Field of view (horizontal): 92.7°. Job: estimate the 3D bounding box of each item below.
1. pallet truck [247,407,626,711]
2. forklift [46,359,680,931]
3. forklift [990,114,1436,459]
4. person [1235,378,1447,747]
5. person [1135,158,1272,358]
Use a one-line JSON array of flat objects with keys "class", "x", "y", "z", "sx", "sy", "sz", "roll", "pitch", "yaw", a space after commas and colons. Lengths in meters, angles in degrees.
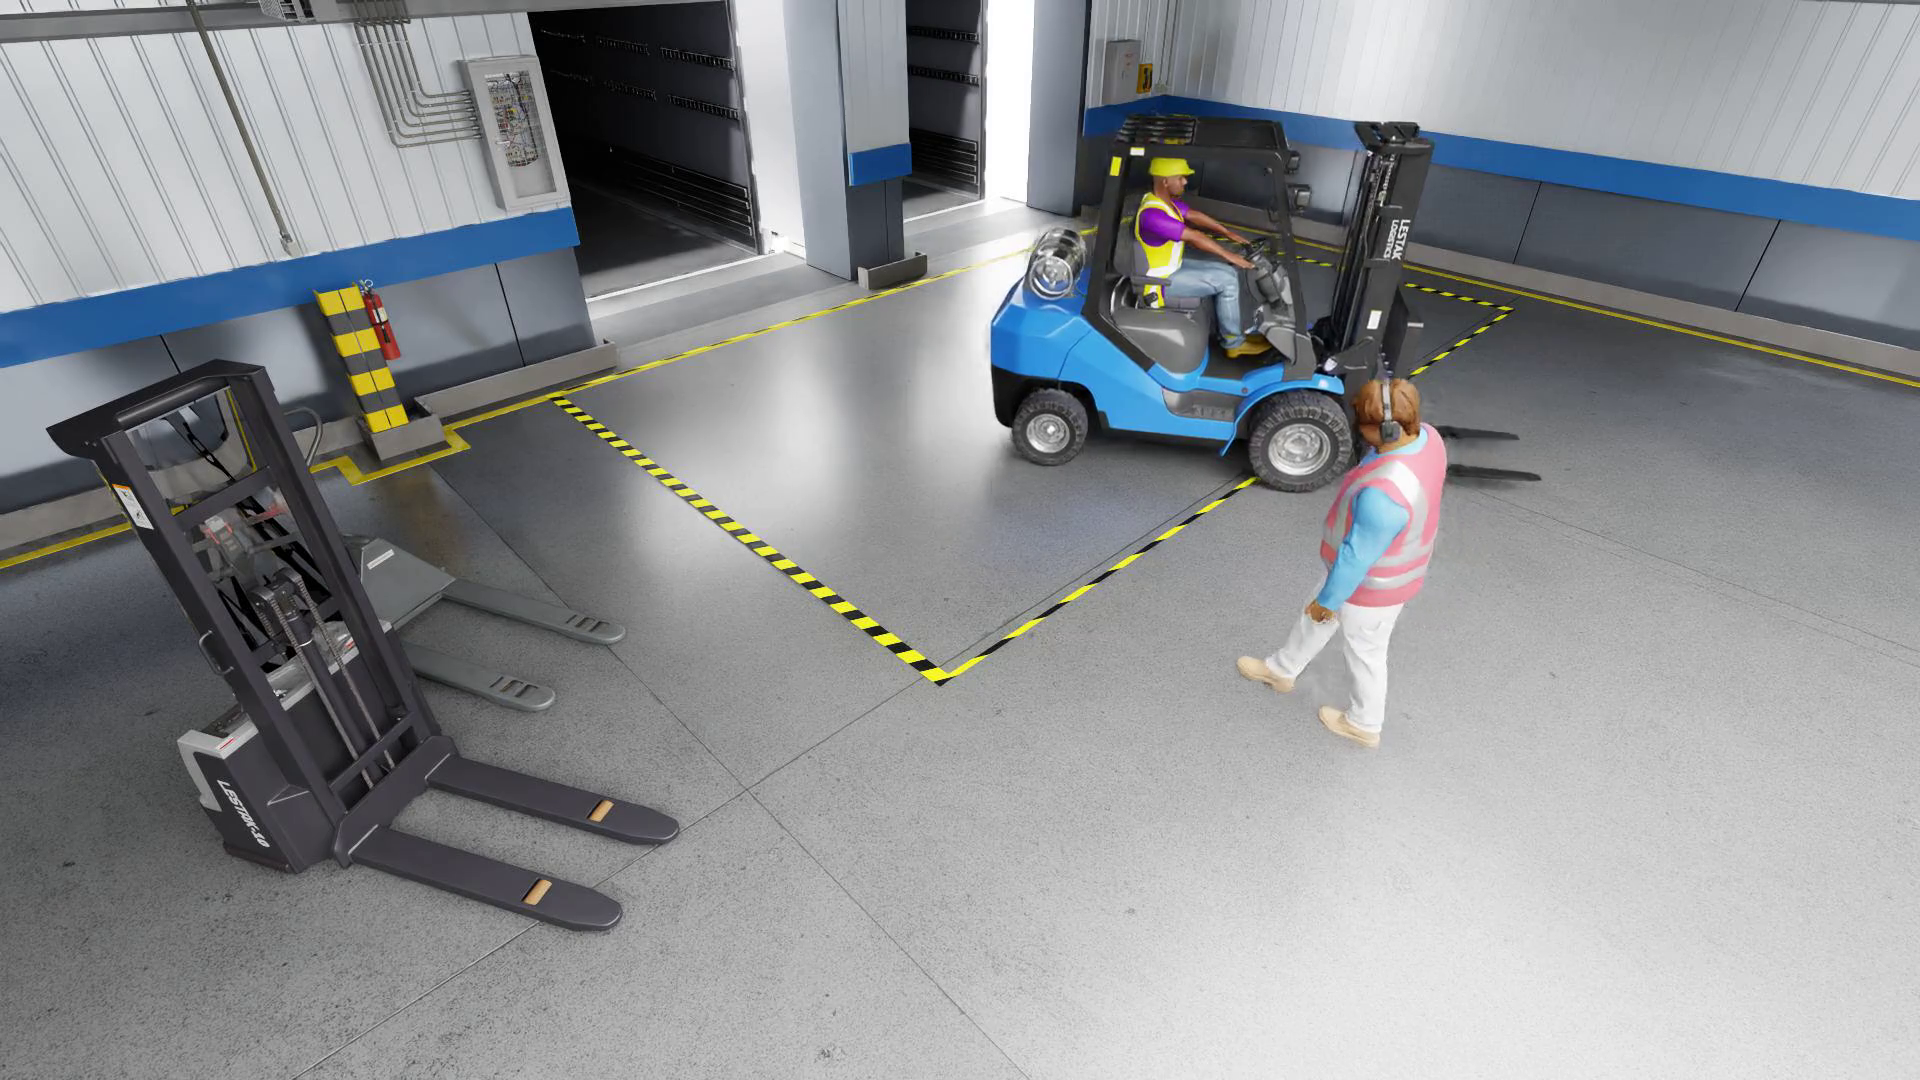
[{"class": "pallet truck", "x": -2.628, "y": 0.038, "z": 4.590, "sx": 1.601, "sy": 1.201, "sz": 0.680, "roll": 12, "pitch": 36, "yaw": 18}, {"class": "forklift", "x": -2.135, "y": 0.422, "z": 3.354, "sx": 1.885, "sy": 1.965, "sz": 0.823, "roll": 10, "pitch": 35, "yaw": 14}, {"class": "forklift", "x": 1.595, "y": -1.730, "z": 6.201, "sx": 2.680, "sy": 2.036, "sz": 1.157, "roll": 8, "pitch": 35, "yaw": 11}, {"class": "person", "x": 1.660, "y": 0.115, "z": 3.979, "sx": 0.737, "sy": 1.805, "sz": 0.680, "roll": 19, "pitch": 39, "yaw": 26}, {"class": "person", "x": 1.652, "y": -1.872, "z": 6.079, "sx": 1.004, "sy": 1.293, "sz": 0.635, "roll": 8, "pitch": 35, "yaw": 11}]
